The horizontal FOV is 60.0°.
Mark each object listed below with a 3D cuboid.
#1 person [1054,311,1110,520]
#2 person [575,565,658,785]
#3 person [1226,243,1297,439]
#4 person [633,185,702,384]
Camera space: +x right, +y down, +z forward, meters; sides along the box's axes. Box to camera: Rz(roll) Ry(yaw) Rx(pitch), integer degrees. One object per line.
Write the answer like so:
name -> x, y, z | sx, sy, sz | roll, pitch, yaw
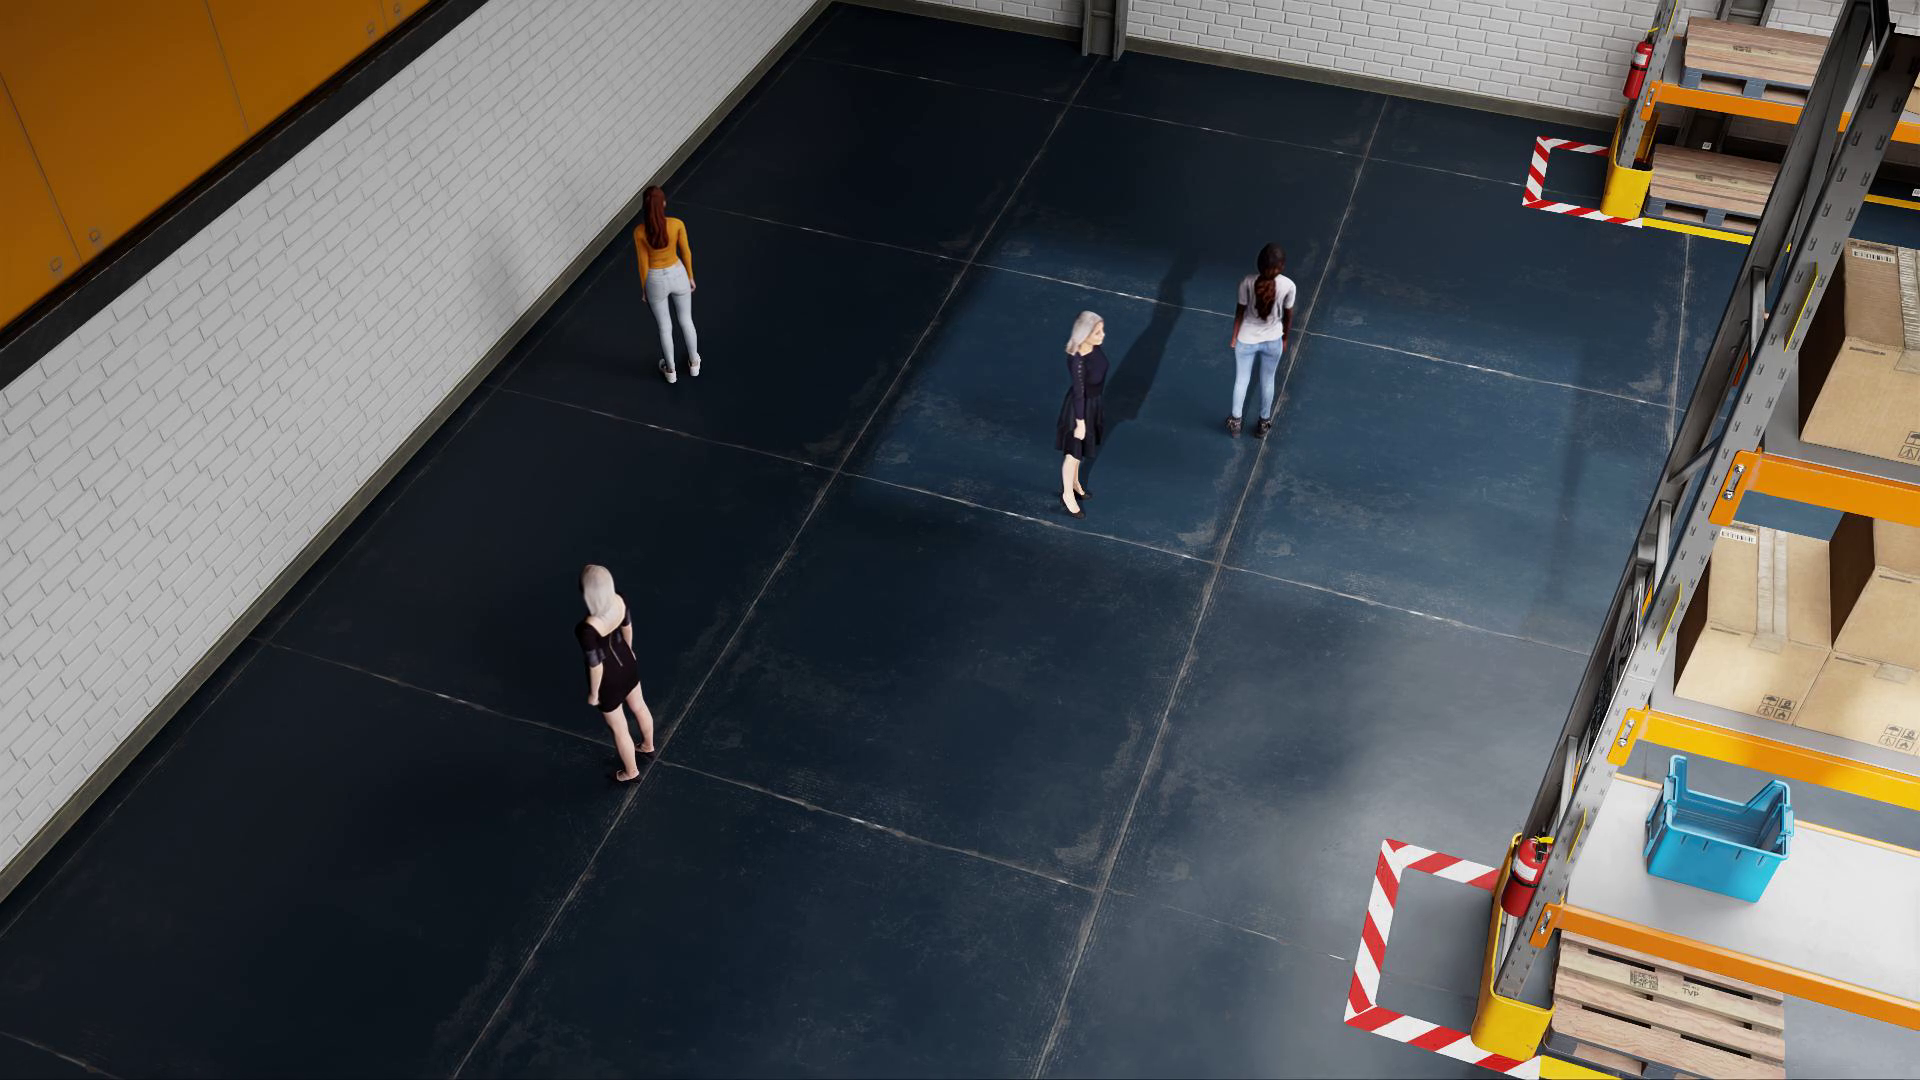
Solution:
person -> 0.883, -0.914, 11.906 | 0.564, 1.746, 0.603 | 12, 45, 12
person -> -2.085, 0.809, 10.037 | 0.524, 1.829, 0.598 | 19, 47, 19
person -> 2.261, -1.504, 12.544 | 0.546, 1.719, 0.700 | 4, 44, 4
person -> -2.300, -2.008, 13.052 | 0.674, 1.750, 0.746 | -15, 46, -15
